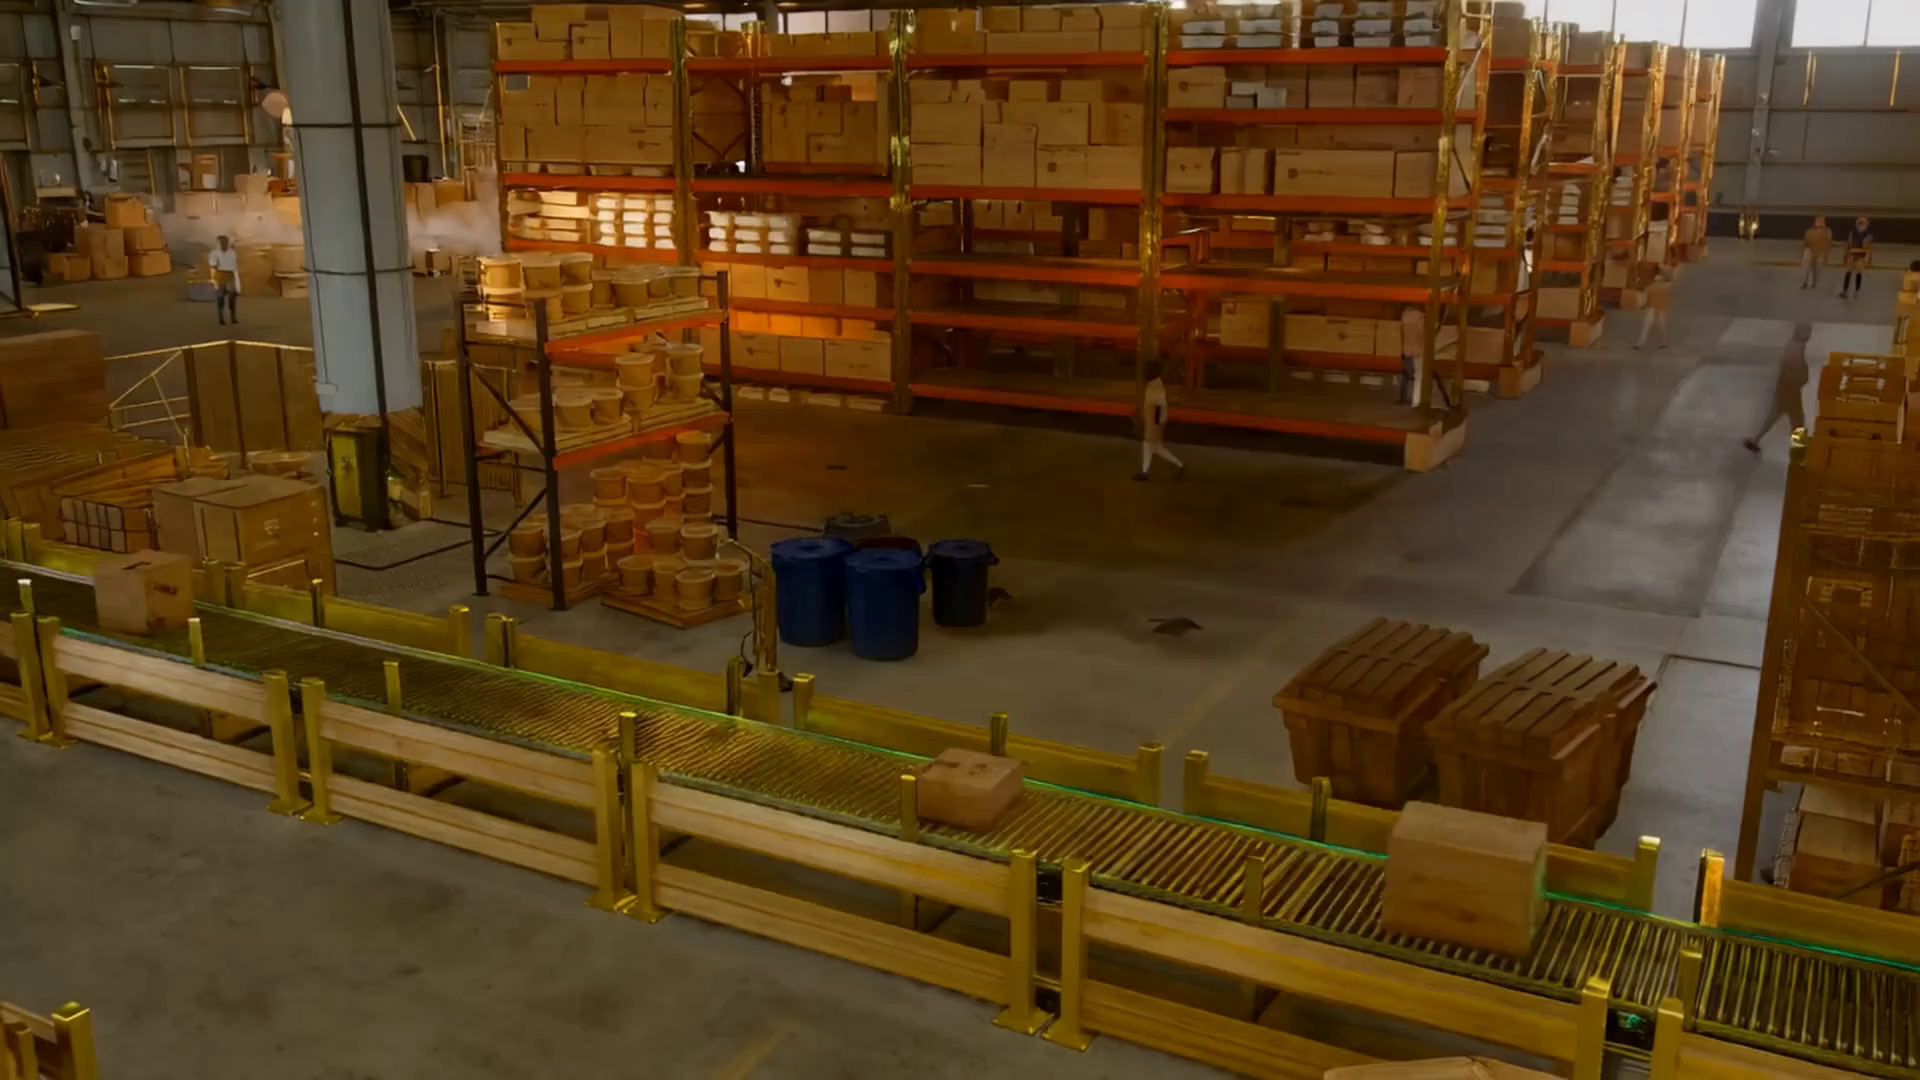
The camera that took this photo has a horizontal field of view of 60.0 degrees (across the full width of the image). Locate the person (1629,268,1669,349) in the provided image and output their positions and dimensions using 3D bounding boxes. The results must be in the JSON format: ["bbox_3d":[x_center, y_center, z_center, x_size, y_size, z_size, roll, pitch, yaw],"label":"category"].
[{"bbox_3d":[13.584,-4.514,32.522,0.831,1.590,0.520,-4,15,-15],"label":"person"}]

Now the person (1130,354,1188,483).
[{"bbox_3d":[2.543,-1.532,21.160,0.651,1.673,0.538,0,15,1],"label":"person"}]

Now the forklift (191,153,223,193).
[{"bbox_3d":[-27.852,-12.924,61.684,1.873,2.768,1.129,8,17,28],"label":"forklift"}]

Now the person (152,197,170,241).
[{"bbox_3d":[-24.571,-9.642,51.325,0.579,1.858,0.830,0,15,0],"label":"person"}]

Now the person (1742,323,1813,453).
[{"bbox_3d":[11.364,-2.062,22.847,0.970,1.853,0.669,5,16,17],"label":"person"}]

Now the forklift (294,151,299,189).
[{"bbox_3d":[-25.337,-13.682,64.535,1.873,2.768,1.129,1,15,2],"label":"forklift"}]

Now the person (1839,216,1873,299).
[{"bbox_3d":[21.944,-6.915,40.719,0.605,2.034,0.397,13,20,41],"label":"person"}]

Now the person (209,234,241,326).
[{"bbox_3d":[-15.909,-5.636,36.039,0.366,1.962,0.614,13,19,39],"label":"person"}]

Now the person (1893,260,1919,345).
[{"bbox_3d":[18.979,-4.753,33.249,0.321,1.690,0.531,-3,15,-10],"label":"person"}]

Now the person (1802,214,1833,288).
[{"bbox_3d":[22.146,-7.458,43.023,0.673,1.887,0.657,10,18,33],"label":"person"}]

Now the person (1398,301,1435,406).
[{"bbox_3d":[7.177,-2.918,26.088,0.429,1.833,0.626,-11,19,-36],"label":"person"}]

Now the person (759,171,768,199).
[{"bbox_3d":[-8.059,-14.008,67.585,0.630,1.931,0.367,-6,16,-21],"label":"person"}]

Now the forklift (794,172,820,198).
[{"bbox_3d":[-4.989,-11.044,54.616,1.129,2.768,1.873,8,17,27],"label":"forklift"}]
